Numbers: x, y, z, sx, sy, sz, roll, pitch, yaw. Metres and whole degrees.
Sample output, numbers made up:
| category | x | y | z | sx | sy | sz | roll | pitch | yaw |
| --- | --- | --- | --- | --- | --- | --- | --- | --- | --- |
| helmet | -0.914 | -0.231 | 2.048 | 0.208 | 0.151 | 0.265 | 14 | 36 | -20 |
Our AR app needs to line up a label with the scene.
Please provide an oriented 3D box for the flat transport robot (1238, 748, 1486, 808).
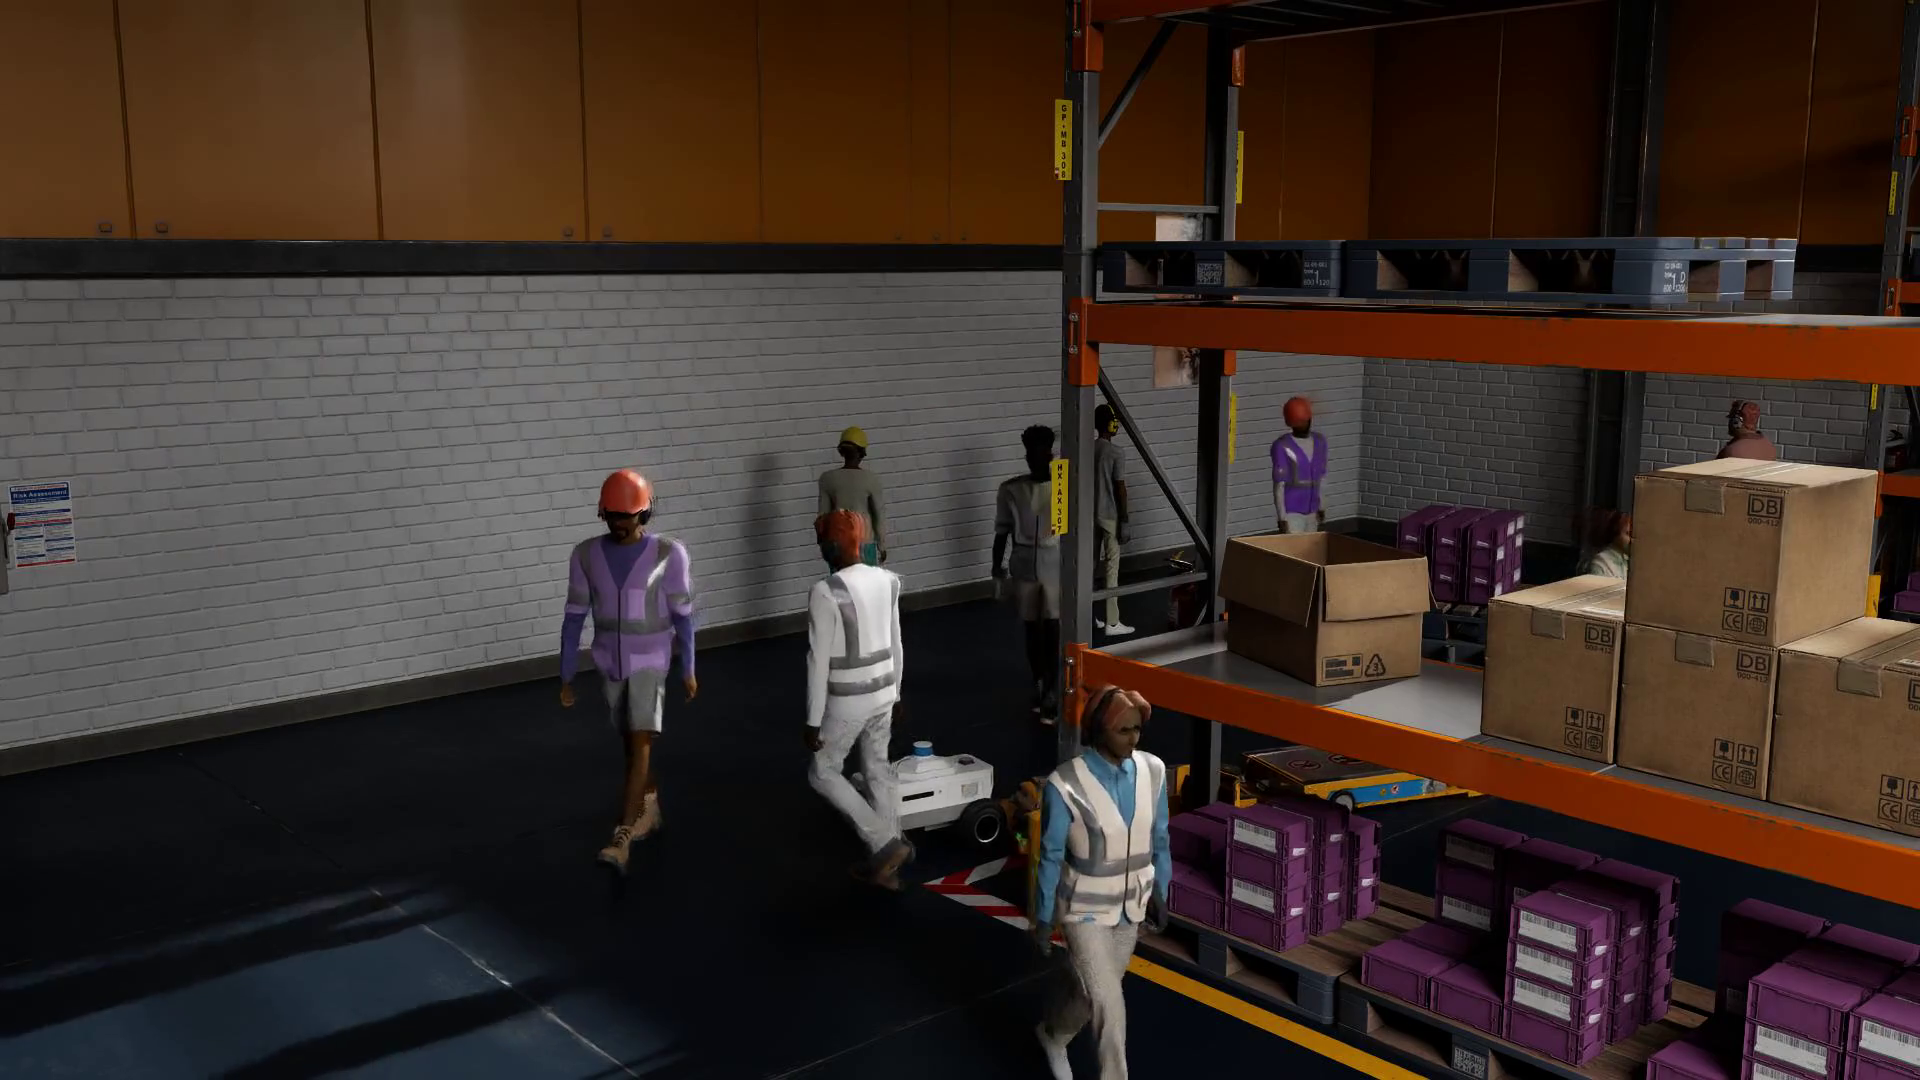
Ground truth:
| category | x | y | z | sx | sy | sz | roll | pitch | yaw |
| --- | --- | --- | --- | --- | --- | --- | --- | --- | --- |
| flat transport robot | 2.245 | 1.315 | 9.356 | 1.431 | 0.197 | 0.652 | -4 | 10 | -21 |

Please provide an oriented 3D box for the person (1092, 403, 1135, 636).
| category | x | y | z | sx | sy | sz | roll | pitch | yaw |
| --- | --- | --- | --- | --- | --- | --- | --- | --- | --- |
| person | 1.168 | -0.168 | 13.360 | 0.507 | 1.872 | 0.329 | 9 | 14 | 44 |

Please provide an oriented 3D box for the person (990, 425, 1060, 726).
| category | x | y | z | sx | sy | sz | roll | pitch | yaw |
| --- | --- | --- | --- | --- | --- | --- | --- | --- | --- |
| person | 0.499 | 0.232 | 10.806 | 0.646 | 1.937 | 0.832 | 3 | 10 | 16 |

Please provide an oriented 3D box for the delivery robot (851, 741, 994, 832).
| category | x | y | z | sx | sy | sz | roll | pitch | yaw |
| --- | --- | --- | --- | --- | --- | --- | --- | --- | --- |
| delivery robot | -0.191 | 1.273 | 8.498 | 0.707 | 0.478 | 0.477 | -6 | 11 | -30 |

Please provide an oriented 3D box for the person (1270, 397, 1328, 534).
| category | x | y | z | sx | sy | sz | roll | pitch | yaw |
| --- | --- | --- | --- | --- | --- | --- | --- | --- | --- |
| person | 2.885 | -0.268 | 13.926 | 0.724 | 1.889 | 0.442 | -6 | 12 | -33 |

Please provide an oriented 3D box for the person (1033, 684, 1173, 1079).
| category | x | y | z | sx | sy | sz | roll | pitch | yaw |
| --- | --- | --- | --- | --- | --- | --- | --- | --- | --- |
| person | 0.470 | 1.260 | 5.803 | 0.522 | 1.600 | 0.827 | -6 | 12 | -33 |

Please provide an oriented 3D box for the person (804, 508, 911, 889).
| category | x | y | z | sx | sy | sz | roll | pitch | yaw |
| --- | --- | --- | --- | --- | --- | --- | --- | --- | --- |
| person | -0.475 | 0.775 | 7.852 | 0.470 | 1.864 | 0.687 | 7 | 12 | 37 |

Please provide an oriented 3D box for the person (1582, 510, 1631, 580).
| category | x | y | z | sx | sy | sz | roll | pitch | yaw |
| --- | --- | --- | --- | --- | --- | --- | --- | --- | --- |
| person | 3.717 | 0.618 | 9.580 | 0.526 | 1.593 | 0.884 | -8 | 12 | -39 |

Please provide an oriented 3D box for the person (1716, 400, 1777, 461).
| category | x | y | z | sx | sy | sz | roll | pitch | yaw |
| --- | --- | --- | --- | --- | --- | --- | --- | --- | --- |
| person | 6.131 | -0.152 | 13.160 | 0.643 | 1.909 | 0.410 | -8 | 12 | -38 |

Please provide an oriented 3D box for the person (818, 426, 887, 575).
| category | x | y | z | sx | sy | sz | roll | pitch | yaw |
| --- | --- | --- | --- | --- | --- | --- | --- | --- | --- |
| person | -0.801 | 0.026 | 12.539 | 0.533 | 1.765 | 0.330 | 2 | 10 | 14 |

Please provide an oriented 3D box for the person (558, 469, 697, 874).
| category | x | y | z | sx | sy | sz | roll | pitch | yaw |
| --- | --- | --- | --- | --- | --- | --- | --- | --- | --- |
| person | -1.694 | 0.641 | 8.288 | 0.650 | 1.977 | 1.061 | 2 | 10 | 11 |

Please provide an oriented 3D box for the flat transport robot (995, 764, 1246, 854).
| category | x | y | z | sx | sy | sz | roll | pitch | yaw |
| --- | --- | --- | --- | --- | --- | --- | --- | --- | --- |
| flat transport robot | 0.905 | 1.408 | 8.811 | 1.431 | 0.197 | 0.652 | -2 | 10 | -14 |
